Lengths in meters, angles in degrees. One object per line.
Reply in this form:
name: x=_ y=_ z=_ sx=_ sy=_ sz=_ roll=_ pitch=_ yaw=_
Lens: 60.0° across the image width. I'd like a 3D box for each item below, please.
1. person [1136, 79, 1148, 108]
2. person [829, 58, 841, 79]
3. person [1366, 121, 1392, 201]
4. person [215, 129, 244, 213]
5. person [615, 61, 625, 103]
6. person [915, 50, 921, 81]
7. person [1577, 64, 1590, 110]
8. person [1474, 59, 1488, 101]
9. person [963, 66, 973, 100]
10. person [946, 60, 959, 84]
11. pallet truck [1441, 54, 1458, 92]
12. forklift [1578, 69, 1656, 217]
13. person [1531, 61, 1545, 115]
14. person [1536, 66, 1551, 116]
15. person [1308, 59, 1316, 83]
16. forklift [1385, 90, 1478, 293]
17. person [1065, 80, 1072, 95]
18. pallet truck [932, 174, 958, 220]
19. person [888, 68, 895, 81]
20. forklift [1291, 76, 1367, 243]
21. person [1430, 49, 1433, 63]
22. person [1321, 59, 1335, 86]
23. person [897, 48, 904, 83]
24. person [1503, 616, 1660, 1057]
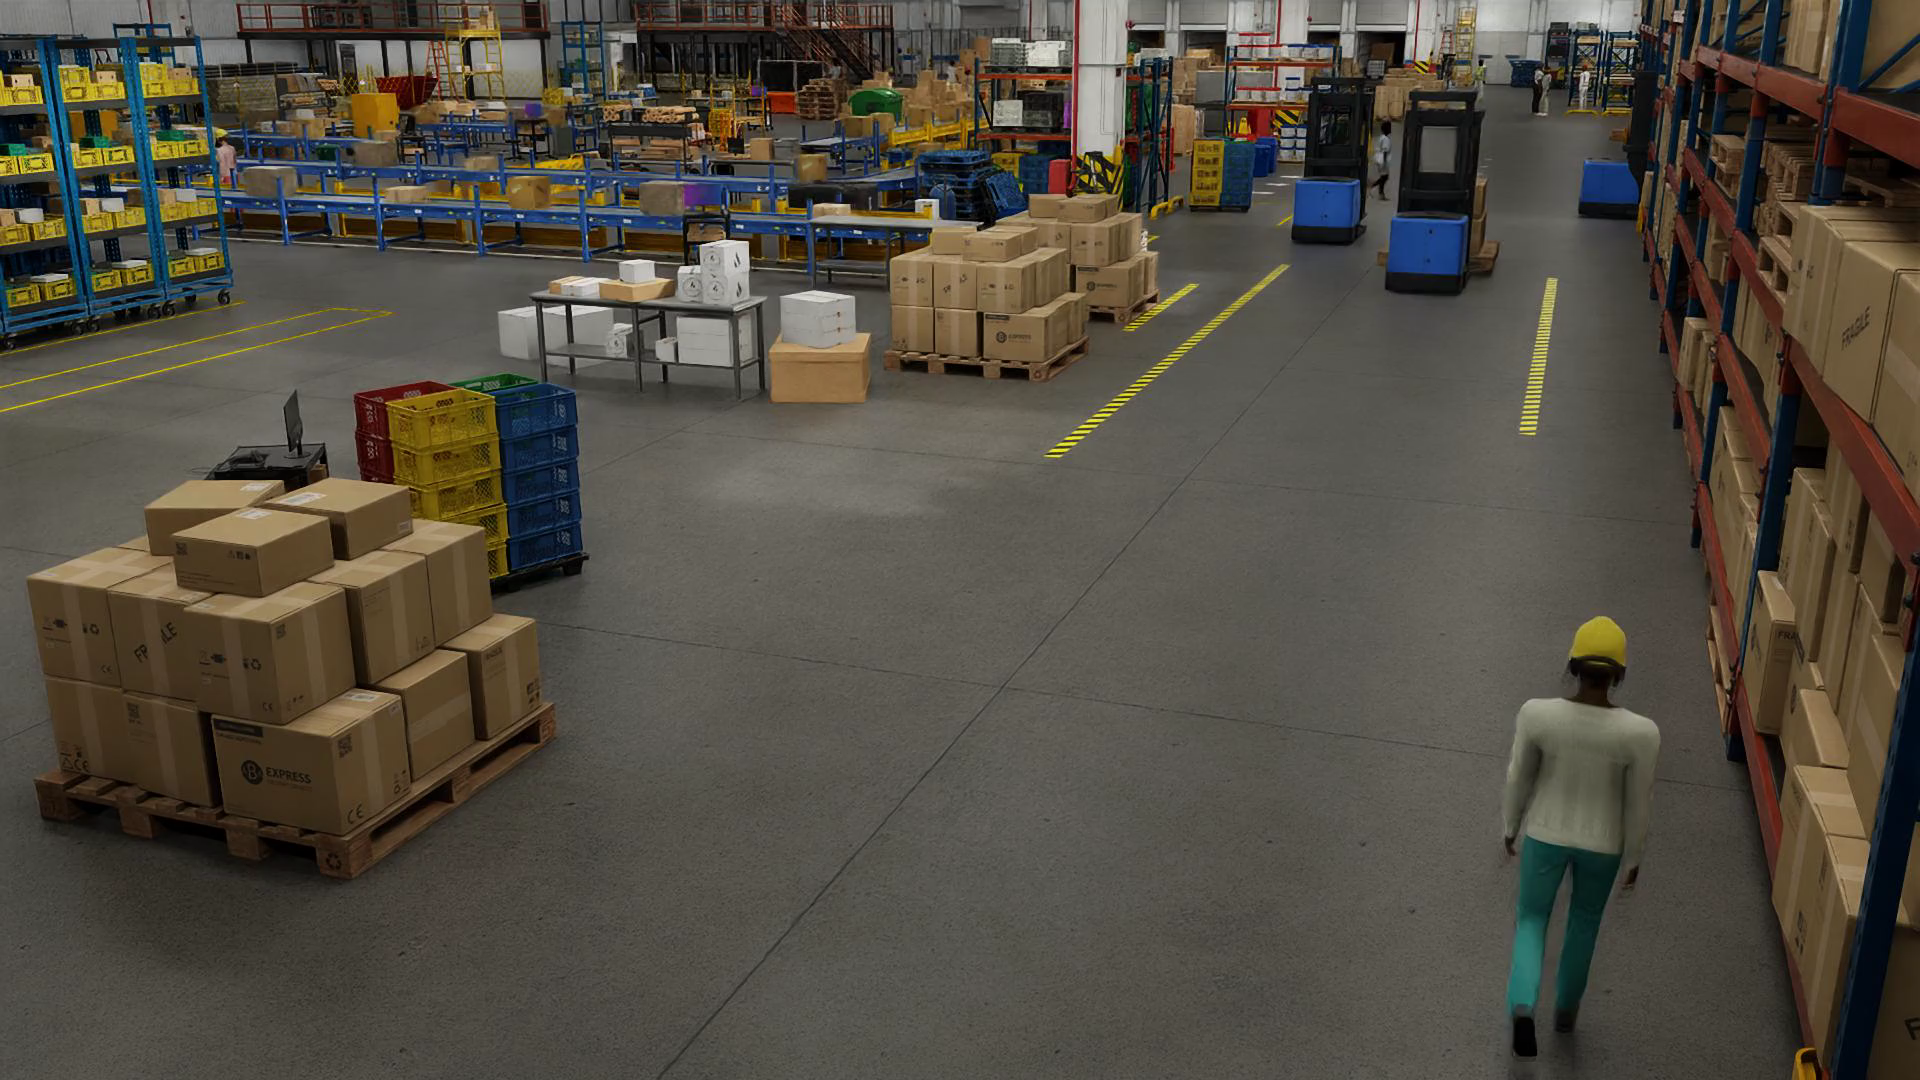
person: x=6.133 y=-14.832 z=56.490 sx=0.611 sy=1.815 sz=0.425 roll=9 pitch=20 yaw=25
person: x=-5.526 y=-20.441 z=73.952 sx=0.625 sy=1.913 sz=1.002 roll=-9 pitch=20 yaw=-27
person: x=8.981 y=-8.080 z=35.484 sx=0.491 sy=1.684 sz=0.540 roll=0 pitch=18 yaw=0
person: x=-14.042 y=-6.975 z=31.884 sx=0.329 sy=1.765 sz=0.533 roll=3 pitch=18 yaw=9
person: x=-14.833 y=-19.809 z=72.115 sx=0.785 sy=1.818 sz=0.549 roll=-4 pitch=18 yaw=-12
person: x=-2.269 y=-26.246 z=92.260 sx=0.591 sy=1.869 sz=0.440 roll=-14 pitch=22 yaw=-37
person: x=24.799 y=-17.955 z=66.187 sx=0.572 sy=1.886 sz=0.358 roll=-14 pitch=22 yaw=-37
person: x=23.420 y=-20.726 z=74.977 sx=0.429 sy=1.838 sz=0.621 roll=-12 pitch=21 yaw=-33
person: x=0.293 y=-16.984 z=63.051 sx=0.373 sy=1.934 sz=0.552 roll=-1 pitch=18 yaw=-4
person: x=-0.293 y=-20.245 z=73.461 sx=0.547 sy=1.835 sz=0.860 roll=10 pitch=20 yaw=28
pallet truck: x=22.765 y=-21.886 z=78.355 sx=0.823 sy=1.965 sz=1.885 roll=-4 pitch=18 yaw=-14
forklift: x=13.219 y=-7.740 z=32.475 sx=1.873 sy=2.768 sz=1.129 roll=6 pitch=19 yaw=18
person: x=22.686 y=-17.684 z=65.084 sx=0.538 sy=2.000 sz=0.686 roll=1 pitch=18 yaw=3
person: x=22.738 y=-17.438 z=64.592 sx=0.319 sy=1.871 sz=0.542 roll=-3 pitch=18 yaw=-10
person: x=19.744 y=-26.630 z=93.265 sx=0.390 sy=1.995 sz=0.613 roll=7 pitch=19 yaw=21
forklift: x=6.920 y=-5.112 z=24.218 sx=1.129 sy=2.768 sz=1.873 roll=6 pitch=19 yaw=19
person: x=4.317 y=-18.021 z=66.432 sx=1.022 sy=1.859 sz=0.614 roll=0 pitch=18 yaw=0
pallet truck: x=-0.507 y=-5.292 z=27.348 sx=0.653 sy=1.274 sz=1.630 roll=6 pitch=19 yaw=19
person: x=-2.884 y=-18.217 z=67.266 sx=0.798 sy=1.736 sz=0.526 roll=13 pitch=22 yaw=34
forklift: x=6.598 y=-6.755 z=29.381 sx=1.129 sy=2.768 sz=1.873 roll=6 pitch=19 yaw=19
person: x=25.719 y=-25.898 z=91.072 sx=0.361 sy=1.930 sz=0.588 roll=-5 pitch=18 yaw=-15
person: x=18.728 y=-23.894 z=84.820 sx=0.849 sy=1.910 sz=0.547 roll=-9 pitch=20 yaw=-25
person: x=-3.350 y=-26.637 z=93.364 sx=0.401 sy=1.949 sz=0.605 roll=2 pitch=18 yaw=5
person: x=2.334 y=1.162 z=6.350 sx=0.526 sy=1.749 sz=0.652 roll=8 pitch=19 yaw=23
